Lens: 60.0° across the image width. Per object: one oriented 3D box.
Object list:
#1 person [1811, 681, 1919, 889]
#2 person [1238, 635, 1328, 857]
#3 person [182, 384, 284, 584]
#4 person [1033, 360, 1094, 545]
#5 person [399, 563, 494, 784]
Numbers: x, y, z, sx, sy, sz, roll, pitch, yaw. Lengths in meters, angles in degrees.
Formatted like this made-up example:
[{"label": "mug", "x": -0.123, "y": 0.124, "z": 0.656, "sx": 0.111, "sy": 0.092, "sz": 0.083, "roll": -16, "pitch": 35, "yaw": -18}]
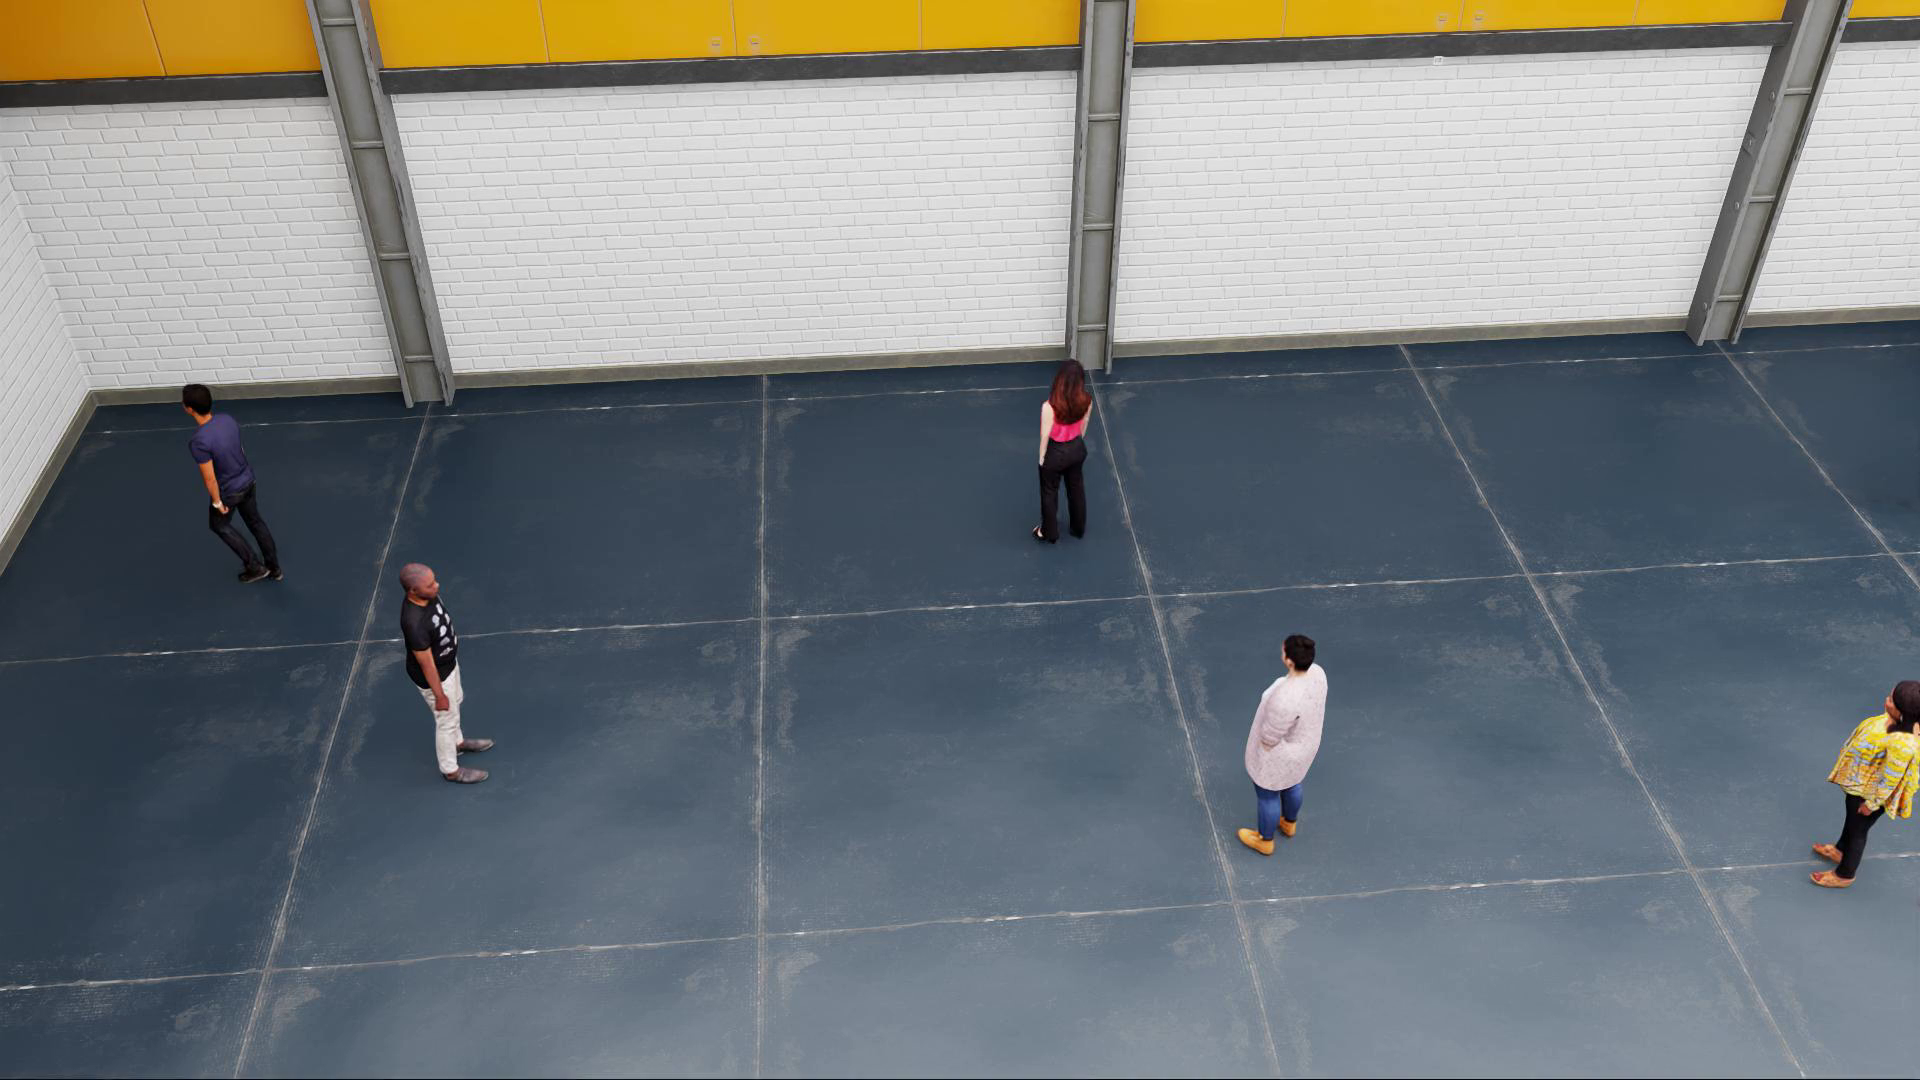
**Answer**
[{"label": "person", "x": 5.627, "y": 1.504, "z": 10.230, "sx": 0.920, "sy": 1.654, "sz": 0.870, "roll": 17, "pitch": 42, "yaw": 20}, {"label": "person", "x": 2.057, "y": 1.273, "z": 10.448, "sx": 0.856, "sy": 1.743, "sz": 0.783, "roll": 32, "pitch": 48, "yaw": 33}, {"label": "person", "x": -5.396, "y": -0.385, "z": 12.495, "sx": 0.750, "sy": 1.778, "sz": 0.749, "roll": 14, "pitch": 41, "yaw": 17}, {"label": "person", "x": 0.792, "y": -0.676, "z": 12.957, "sx": 0.644, "sy": 1.657, "sz": 0.751, "roll": -29, "pitch": 47, "yaw": -32}, {"label": "person", "x": -3.447, "y": 0.855, "z": 10.924, "sx": 0.602, "sy": 1.801, "sz": 0.664, "roll": -5, "pitch": 39, "yaw": -6}]
